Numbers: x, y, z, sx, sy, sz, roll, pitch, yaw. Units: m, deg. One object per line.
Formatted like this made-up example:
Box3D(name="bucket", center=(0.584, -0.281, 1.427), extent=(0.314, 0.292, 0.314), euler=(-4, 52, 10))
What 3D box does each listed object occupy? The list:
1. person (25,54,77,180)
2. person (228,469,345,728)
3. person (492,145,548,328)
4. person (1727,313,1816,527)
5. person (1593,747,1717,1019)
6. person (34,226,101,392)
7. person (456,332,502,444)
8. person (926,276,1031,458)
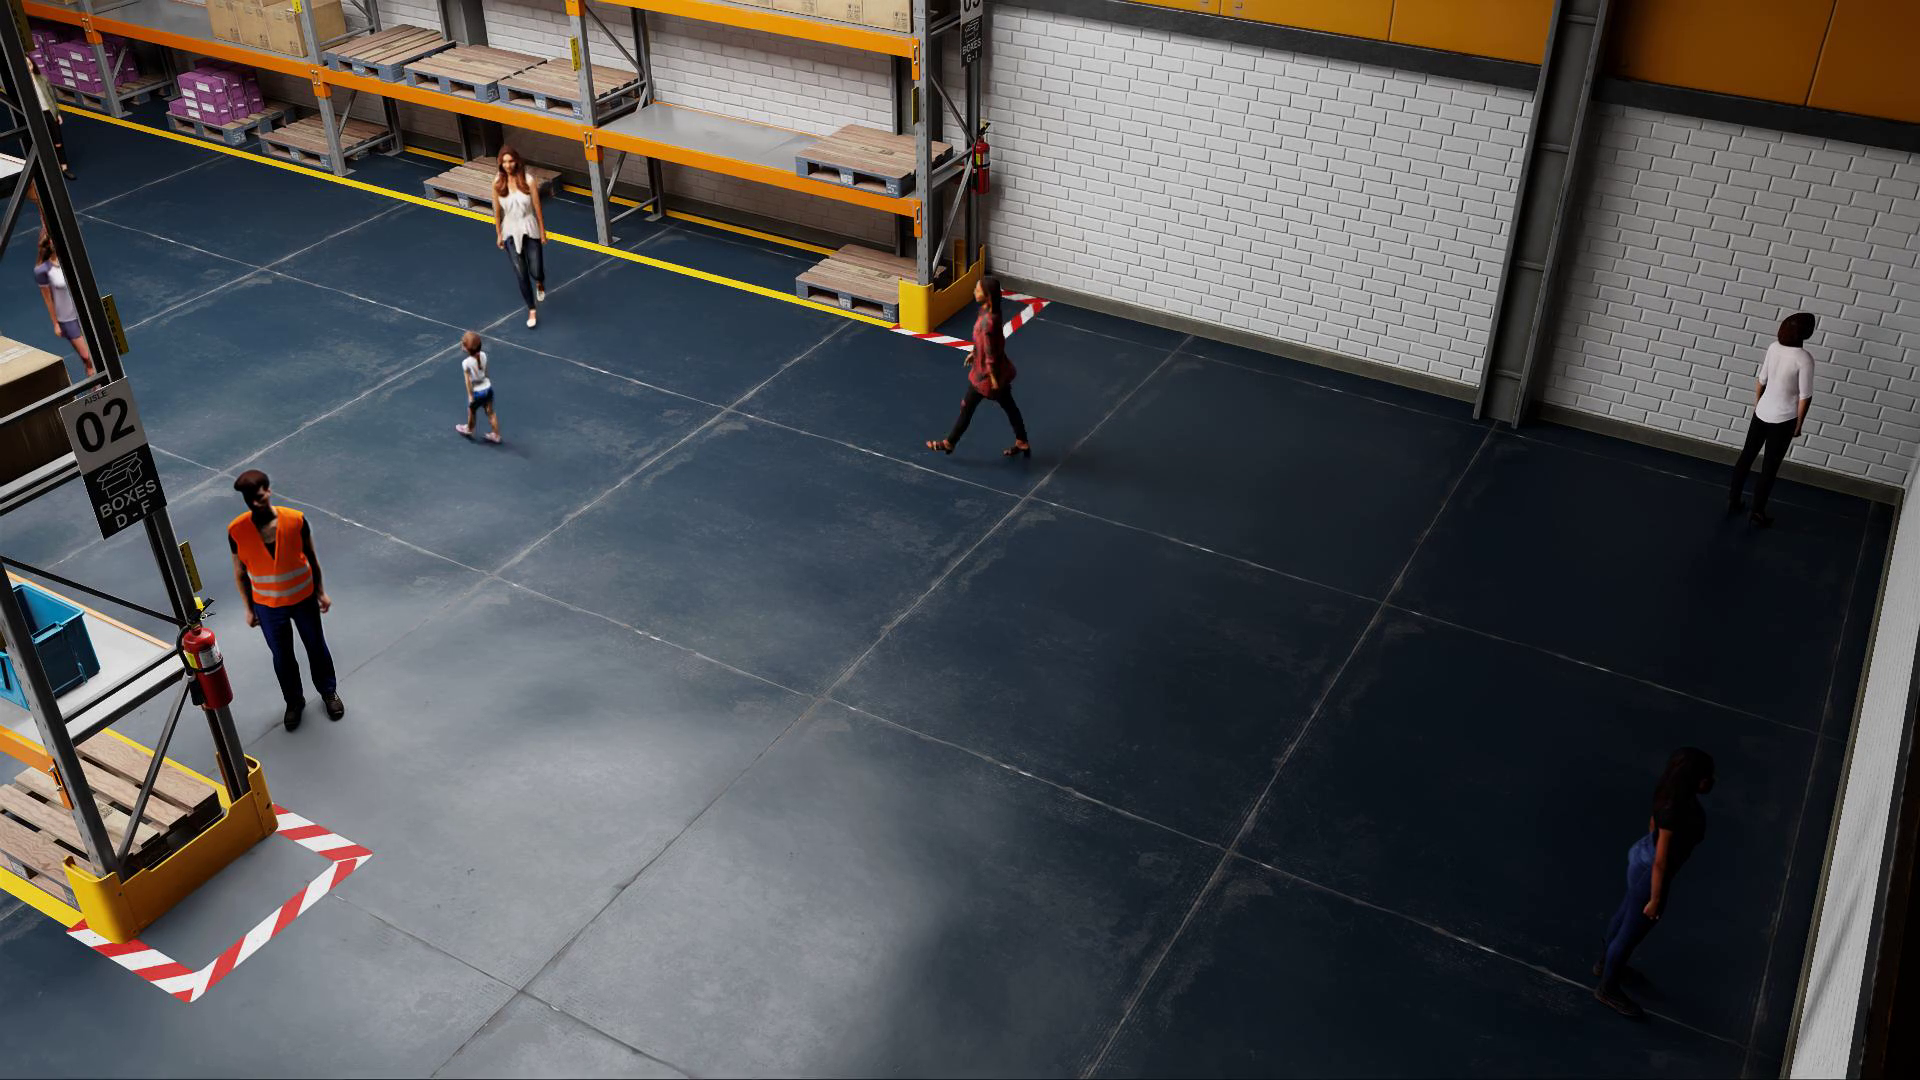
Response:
Box3D(name="person", center=(-10.474, -4.817, 18.972), extent=(0.630, 1.475, 0.598), euler=(-27, 42, -34))
Box3D(name="person", center=(-4.393, 0.355, 10.818), extent=(0.799, 1.887, 0.836), euler=(-13, 36, -18))
Box3D(name="person", center=(-4.175, -2.936, 15.875), extent=(0.894, 1.770, 0.921), euler=(-3, 34, -5))
Box3D(name="person", center=(6.279, -0.933, 12.839), extent=(0.741, 1.795, 0.641), euler=(-15, 36, -21))
Box3D(name="person", center=(3.663, 1.775, 8.816), extent=(0.563, 1.738, 0.595), euler=(13, 36, 18))
Box3D(name="person", center=(-7.681, -1.943, 14.439), extent=(0.953, 1.706, 0.700), euler=(23, 40, 30))
Box3D(name="person", center=(-4.033, -1.268, 14.058), extent=(0.642, 1.004, 0.449), euler=(19, 38, 26))
Box3D(name="person", center=(0.332, -1.365, 13.620), extent=(1.175, 1.650, 0.873), euler=(5, 34, 8))
